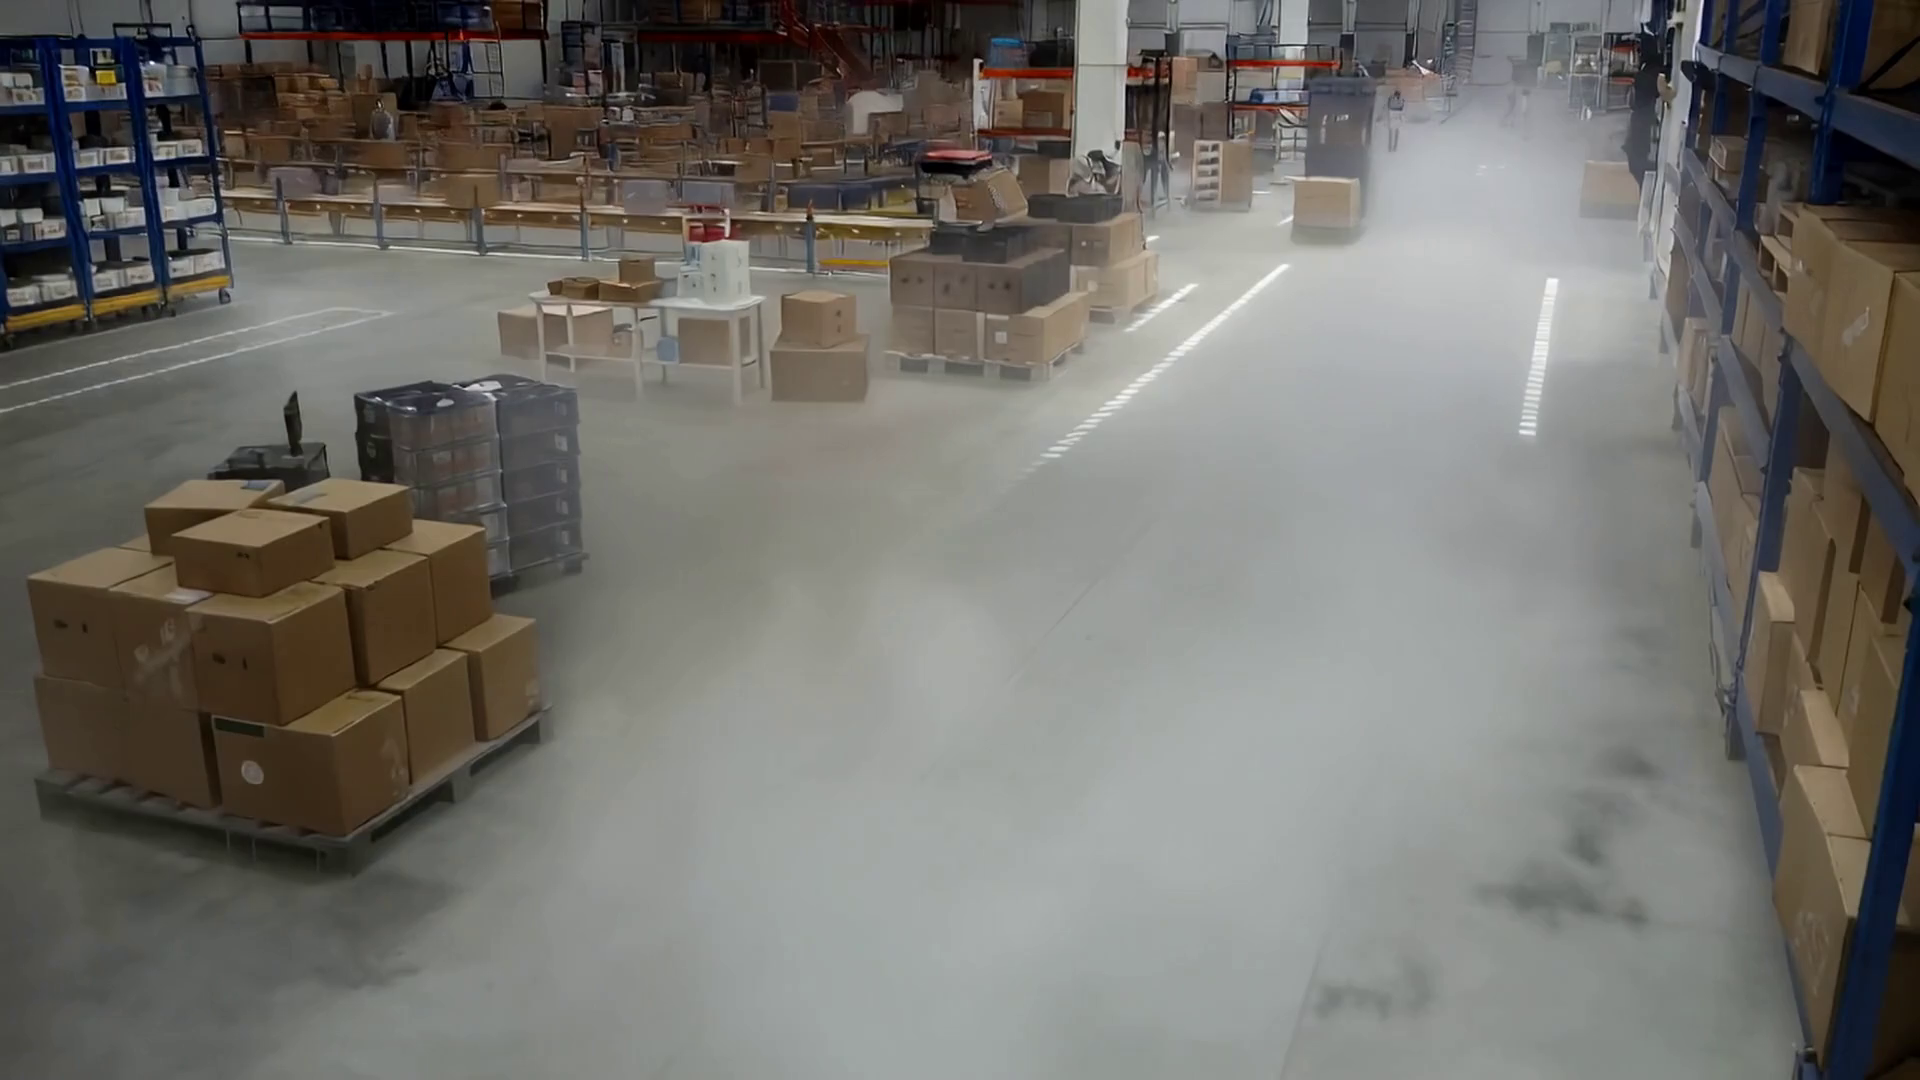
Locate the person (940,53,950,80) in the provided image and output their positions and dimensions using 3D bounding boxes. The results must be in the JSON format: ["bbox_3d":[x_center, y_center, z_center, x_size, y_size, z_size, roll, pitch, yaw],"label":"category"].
[{"bbox_3d":[-0.741,-23.770,84.489,0.590,1.881,0.999,4,18,12],"label":"person"}]

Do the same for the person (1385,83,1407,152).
[{"bbox_3d":[12.524,-12.132,47.814,0.556,1.923,0.479,4,18,14],"label":"person"}]

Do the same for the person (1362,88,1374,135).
[{"bbox_3d":[12.773,-13.275,51.927,0.507,1.618,0.523,-12,21,-34],"label":"person"}]

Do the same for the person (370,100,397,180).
[{"bbox_3d":[-13.852,-9.586,39.884,0.644,1.899,0.396,6,19,18],"label":"person"}]

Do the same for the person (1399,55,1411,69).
[{"bbox_3d":[21.464,-22.473,80.403,0.634,1.882,0.437,-5,18,-15],"label":"person"}]

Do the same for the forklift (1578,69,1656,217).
[{"bbox_3d":[13.219,-7.740,32.475,1.873,2.768,1.129,6,19,18],"label":"forklift"}]

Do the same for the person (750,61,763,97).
[{"bbox_3d":[-8.567,-19.168,69.999,0.575,1.885,0.355,-7,19,-22],"label":"person"}]

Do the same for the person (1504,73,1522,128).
[{"bbox_3d":[19.240,-15.281,57.865,0.478,1.845,0.519,-6,19,-17],"label":"person"}]

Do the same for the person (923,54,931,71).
[{"bbox_3d":[-1.671,-23.731,84.419,0.586,1.846,0.973,3,18,8],"label":"person"}]

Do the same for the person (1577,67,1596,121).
[{"bbox_3d":[23.059,-16.421,61.263,0.599,1.958,0.394,8,19,23],"label":"person"}]

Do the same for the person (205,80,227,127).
[{"bbox_3d":[-21.447,-12.181,47.823,0.618,2.017,0.621,10,20,29],"label":"person"}]

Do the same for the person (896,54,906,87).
[{"bbox_3d":[-2.924,-23.191,82.704,0.508,1.846,0.342,-4,18,-12],"label":"person"}]

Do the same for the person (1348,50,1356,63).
[{"bbox_3d":[21.617,-26.096,91.839,0.429,1.841,0.633,-1,18,-3],"label":"person"}]

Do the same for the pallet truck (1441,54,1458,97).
[{"bbox_3d":[22.765,-21.886,78.355,0.823,1.965,1.885,-4,18,-14],"label":"pallet truck"}]

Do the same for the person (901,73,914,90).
[{"bbox_3d":[-1.861,-15.365,58.133,0.403,1.834,0.588,16,24,41],"label":"person"}]

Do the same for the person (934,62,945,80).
[{"bbox_3d":[-0.891,-17.930,65.973,0.617,1.975,0.597,-5,18,-17],"label":"person"}]

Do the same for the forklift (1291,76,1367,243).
[{"bbox_3d":[6.598,-6.755,29.381,1.129,2.768,1.873,6,19,19],"label":"forklift"}]

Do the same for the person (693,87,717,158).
[{"bbox_3d":[-7.082,-11.484,45.812,0.552,1.916,0.739,14,22,36],"label":"person"}]

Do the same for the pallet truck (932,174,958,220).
[{"bbox_3d":[-0.507,-5.292,27.348,0.653,1.274,1.630,6,19,19],"label":"pallet truck"}]

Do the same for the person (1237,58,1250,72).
[{"bbox_3d":[12.632,-20.795,74.857,0.682,2.000,0.536,13,22,36],"label":"person"}]

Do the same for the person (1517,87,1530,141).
[{"bbox_3d":[17.663,-13.359,52.161,0.415,1.620,0.539,10,20,29],"label":"person"}]

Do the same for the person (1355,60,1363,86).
[{"bbox_3d":[16.734,-19.151,69.893,0.367,1.921,0.576,3,18,9],"label":"person"}]
